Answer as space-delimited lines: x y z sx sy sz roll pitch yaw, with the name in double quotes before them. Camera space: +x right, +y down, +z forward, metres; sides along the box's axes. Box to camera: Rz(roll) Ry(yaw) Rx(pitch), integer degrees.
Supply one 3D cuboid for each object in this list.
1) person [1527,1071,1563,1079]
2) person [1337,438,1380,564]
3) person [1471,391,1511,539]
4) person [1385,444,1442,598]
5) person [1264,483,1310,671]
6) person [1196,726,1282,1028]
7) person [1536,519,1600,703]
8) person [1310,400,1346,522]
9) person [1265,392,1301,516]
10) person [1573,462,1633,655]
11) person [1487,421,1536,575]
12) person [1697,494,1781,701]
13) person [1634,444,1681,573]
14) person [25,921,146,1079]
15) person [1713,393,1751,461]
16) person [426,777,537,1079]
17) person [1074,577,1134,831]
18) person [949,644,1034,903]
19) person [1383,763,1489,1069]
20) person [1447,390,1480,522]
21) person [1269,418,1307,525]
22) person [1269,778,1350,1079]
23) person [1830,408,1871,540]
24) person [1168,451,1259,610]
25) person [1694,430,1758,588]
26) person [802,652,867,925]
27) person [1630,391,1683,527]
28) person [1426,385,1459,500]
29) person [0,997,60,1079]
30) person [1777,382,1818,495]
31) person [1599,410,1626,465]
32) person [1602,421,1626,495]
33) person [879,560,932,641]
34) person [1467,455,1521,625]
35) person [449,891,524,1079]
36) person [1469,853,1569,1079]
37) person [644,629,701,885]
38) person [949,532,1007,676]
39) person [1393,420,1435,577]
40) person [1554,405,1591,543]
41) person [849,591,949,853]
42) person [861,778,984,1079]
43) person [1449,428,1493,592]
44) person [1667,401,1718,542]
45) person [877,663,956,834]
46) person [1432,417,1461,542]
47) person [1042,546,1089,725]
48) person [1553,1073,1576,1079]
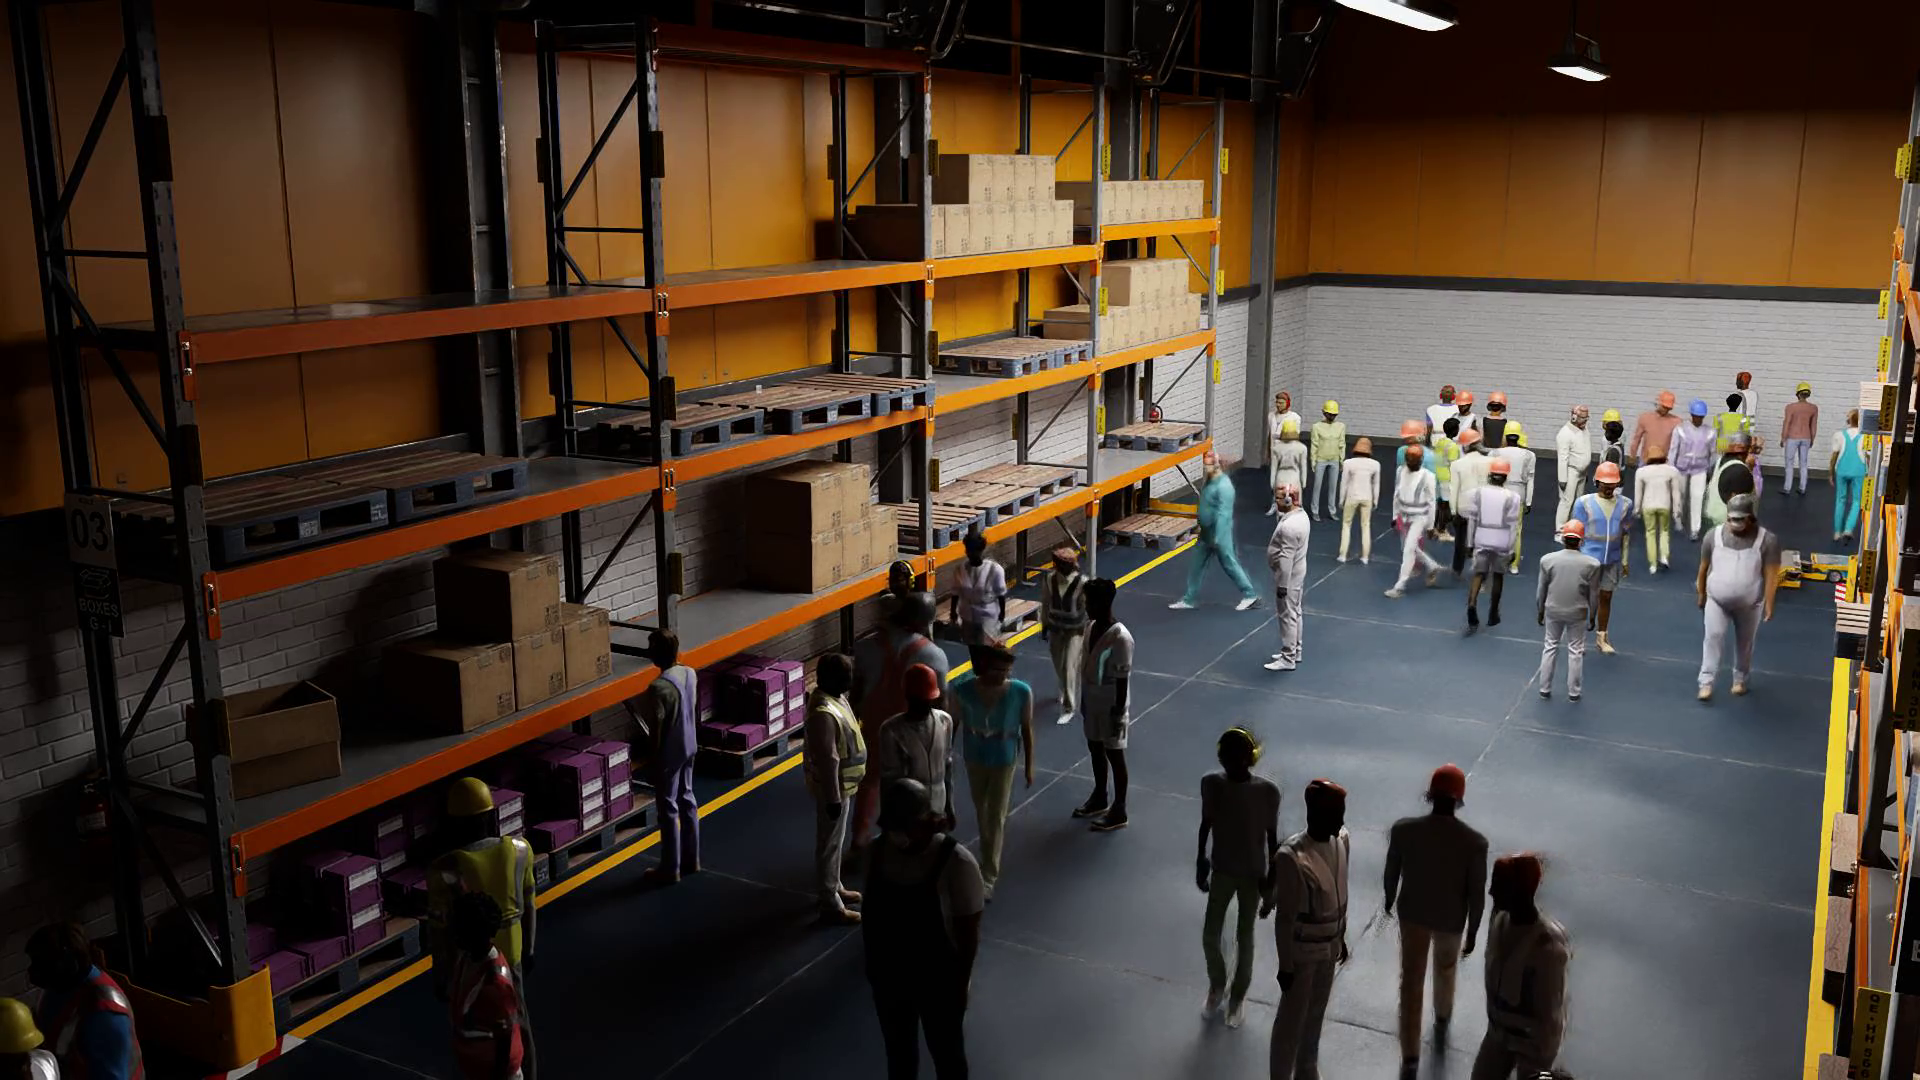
"person" 2.099 2.797 6.041 0.507 1.840 0.344 -2 13 -8
"person" 5.112 -0.498 21.300 0.508 1.618 0.321 0 13 -2
"person" 7.235 -1.010 22.658 0.613 2.033 0.410 4 13 17
"person" 5.410 -0.250 19.674 0.828 1.855 0.614 -7 14 -27
"person" 3.298 0.364 16.808 0.402 1.899 0.646 5 13 20
"person" 1.619 1.970 9.722 0.525 1.848 0.438 5 13 21
"person" 5.763 0.667 15.794 0.568 1.744 0.349 7 14 28
"person" 5.264 -1.127 23.795 0.527 1.761 0.340 -2 13 -9
"person" 4.682 -1.229 24.076 0.388 1.838 0.563 -10 16 -38
"person" 6.642 0.193 17.236 0.614 2.042 0.373 0 13 0
"person" 6.832 -0.524 20.735 0.587 1.919 0.397 3 13 14
"person" 7.333 0.533 15.722 0.697 2.000 0.959 7 14 27
"person" 8.716 -0.391 20.815 0.560 1.605 0.409 4 13 16
"person" -3.809 2.524 7.296 0.432 1.836 0.632 -12 17 -43
"person" 11.535 -1.351 24.935 0.540 1.696 0.316 6 14 24
"person" -2.495 2.165 8.700 0.587 1.918 0.405 -12 17 -43
"person" 1.104 1.239 12.755 0.366 1.959 0.611 -6 14 -25
"person" 0.178 1.596 11.526 0.624 1.778 0.953 3 13 12
"person" 2.685 2.100 9.470 0.574 1.709 0.904 5 13 21
"person" 7.124 -1.172 23.618 0.386 1.929 0.543 -9 15 -34
"person" 4.371 -0.756 22.179 0.507 1.726 0.415 5 13 20
"person" 1.863 2.156 8.809 0.337 1.882 0.585 12 17 43
"person" 12.055 -0.877 22.501 0.525 1.834 0.445 10 16 37
"person" 2.950 -0.096 18.963 1.011 1.862 0.656 -3 13 -13
"person" 9.022 -0.307 19.482 0.603 2.000 0.705 0 13 0
"person" -0.837 1.648 11.183 0.429 1.844 0.627 -1 13 -2
"person" 9.833 -1.166 23.525 0.642 1.960 0.776 5 14 22
"person" 7.190 -1.373 24.691 0.563 1.847 0.394 4 13 18
"person" -3.760 2.671 6.643 0.403 1.825 0.594 4 13 17
"person" 12.983 -1.566 25.774 0.541 1.759 0.344 -1 13 -5
"person" 8.978 -0.940 23.013 0.484 1.738 0.320 -9 15 -35
"person" 8.736 -0.751 22.269 0.322 1.691 0.538 7 14 27
"person" -0.462 1.071 13.698 0.514 1.872 0.332 7 14 28
"person" 5.818 0.038 18.225 0.550 1.922 0.651 8 15 32
"person" -2.245 2.476 7.844 0.363 1.697 0.583 -8 15 -31
"person" 2.672 2.364 7.914 0.489 1.872 0.561 -5 14 -23
"person" -2.039 1.521 11.767 0.353 1.837 0.511 6 14 25
"person" 0.145 0.748 15.567 0.551 1.670 0.562 5 14 22
"person" 5.610 -0.521 20.591 0.523 1.970 0.660 -8 15 -31
"person" 8.266 -0.882 22.392 0.657 1.896 0.402 -12 17 -42
"person" -0.440 1.335 12.131 0.736 2.000 0.695 4 13 16
"person" -0.239 2.155 8.460 0.697 2.000 0.538 6 14 27
"person" 6.193 -0.381 20.092 0.637 1.928 1.077 1 13 6
"person" 10.034 -0.980 22.845 0.615 1.902 1.012 4 13 17
"person" -0.256 1.718 10.651 0.551 1.935 0.368 -8 15 -33
"person" 6.600 -0.822 22.581 0.319 1.694 0.535 -2 13 -7
"person" 1.015 0.832 15.384 0.538 1.609 0.748 8 15 32
"person" 2.139 2.759 6.236 0.528 1.830 0.571 1 13 3
